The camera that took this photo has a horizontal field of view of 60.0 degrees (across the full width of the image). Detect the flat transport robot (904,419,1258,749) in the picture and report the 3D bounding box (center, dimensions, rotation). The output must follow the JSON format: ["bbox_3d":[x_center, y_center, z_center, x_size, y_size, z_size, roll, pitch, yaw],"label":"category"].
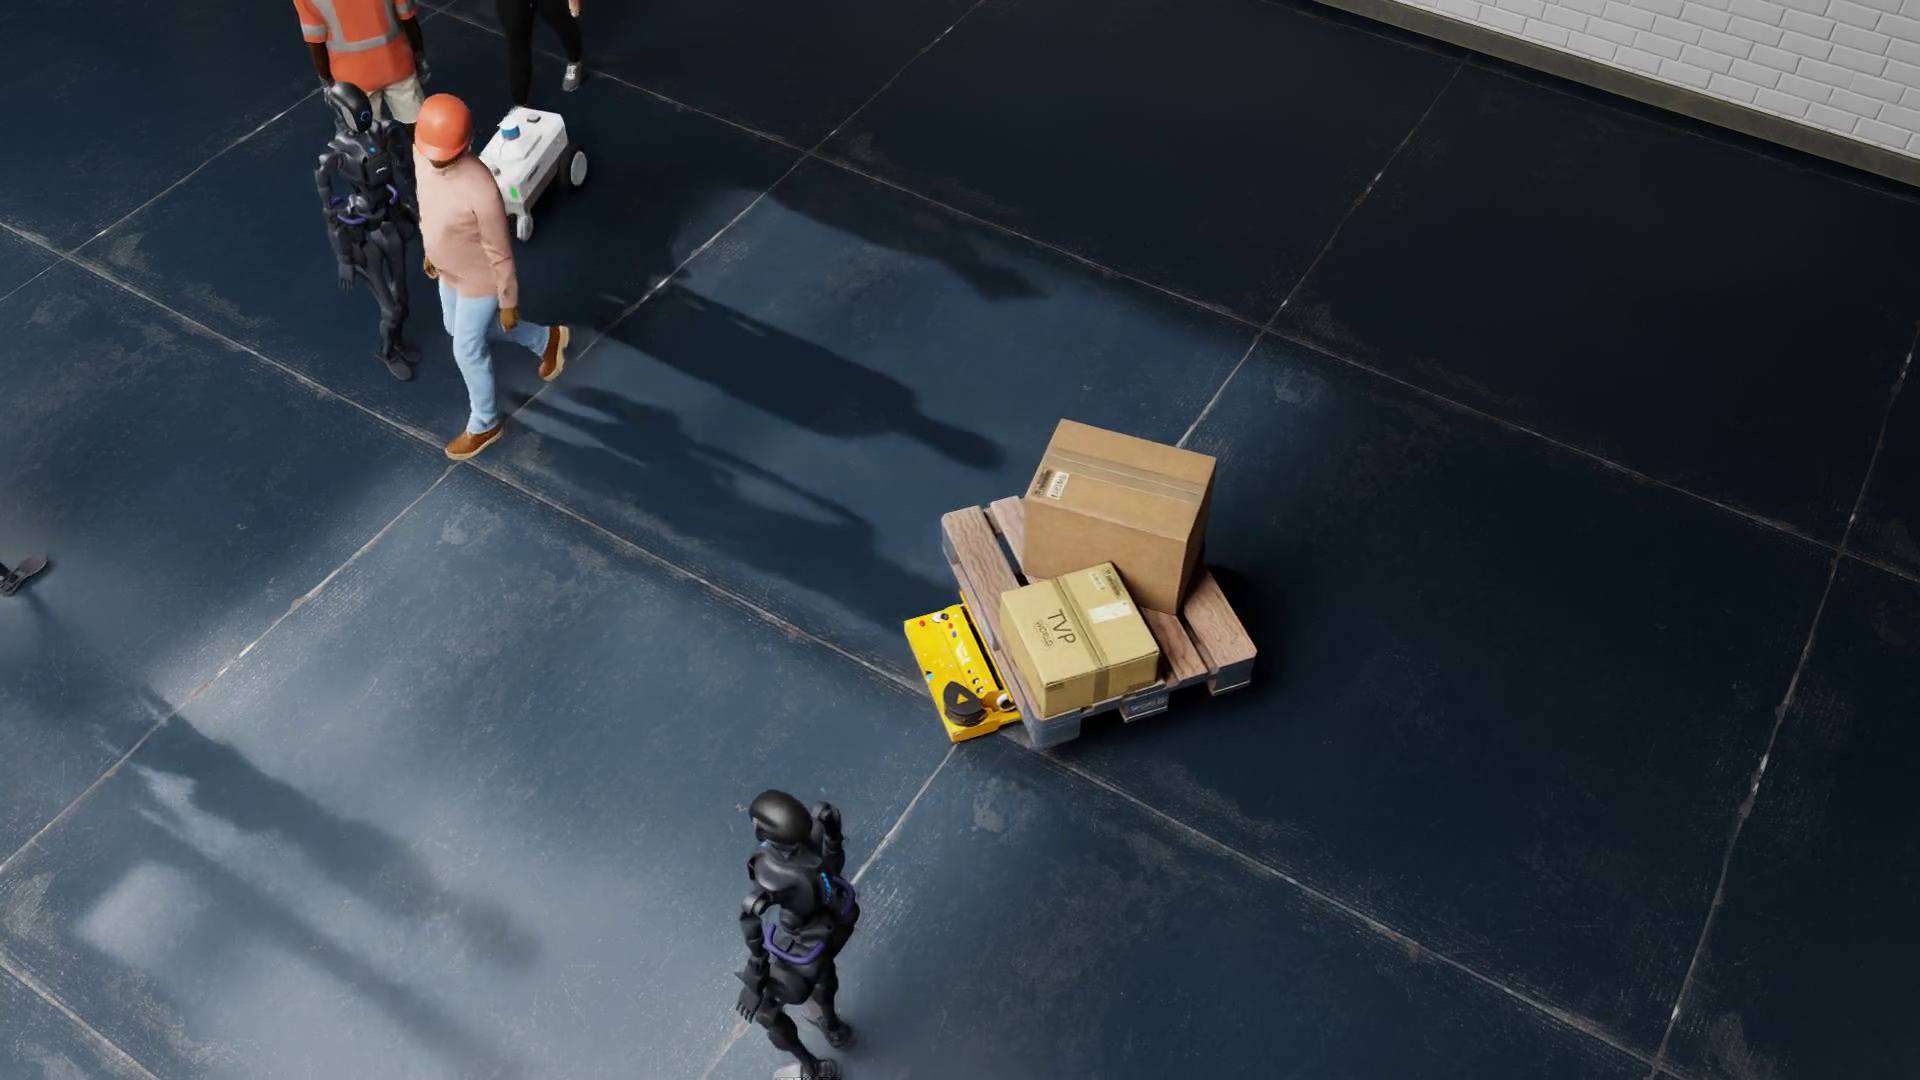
[{"bbox_3d":[0.527,0.409,7.458,1.431,0.231,0.659,-15,51,-13],"label":"flat transport robot"}]

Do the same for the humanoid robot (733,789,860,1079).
[{"bbox_3d":[-0.544,1.347,5.697,0.318,1.650,0.598,23,53,19],"label":"humanoid robot"}]

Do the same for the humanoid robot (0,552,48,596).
[{"bbox_3d":[-4.542,-0.165,7.064,0.620,1.621,0.799,15,51,13],"label":"humanoid robot"}]

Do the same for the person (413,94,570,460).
[{"bbox_3d":[-2.288,-1.270,7.808,0.767,1.946,0.632,-31,55,-24],"label":"person"}]

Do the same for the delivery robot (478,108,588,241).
[{"bbox_3d":[-2.508,-2.129,9.490,0.499,0.600,0.802,12,50,10],"label":"delivery robot"}]

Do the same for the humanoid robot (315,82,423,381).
[{"bbox_3d":[-2.885,-1.526,8.220,0.411,1.646,0.601,26,54,21],"label":"humanoid robot"}]

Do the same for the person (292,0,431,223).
[{"bbox_3d":[-3.144,-2.538,8.918,0.605,1.956,0.395,-25,53,-20],"label":"person"}]

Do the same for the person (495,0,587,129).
[{"bbox_3d":[-2.539,-3.266,9.713,0.753,1.711,0.912,10,50,8],"label":"person"}]
